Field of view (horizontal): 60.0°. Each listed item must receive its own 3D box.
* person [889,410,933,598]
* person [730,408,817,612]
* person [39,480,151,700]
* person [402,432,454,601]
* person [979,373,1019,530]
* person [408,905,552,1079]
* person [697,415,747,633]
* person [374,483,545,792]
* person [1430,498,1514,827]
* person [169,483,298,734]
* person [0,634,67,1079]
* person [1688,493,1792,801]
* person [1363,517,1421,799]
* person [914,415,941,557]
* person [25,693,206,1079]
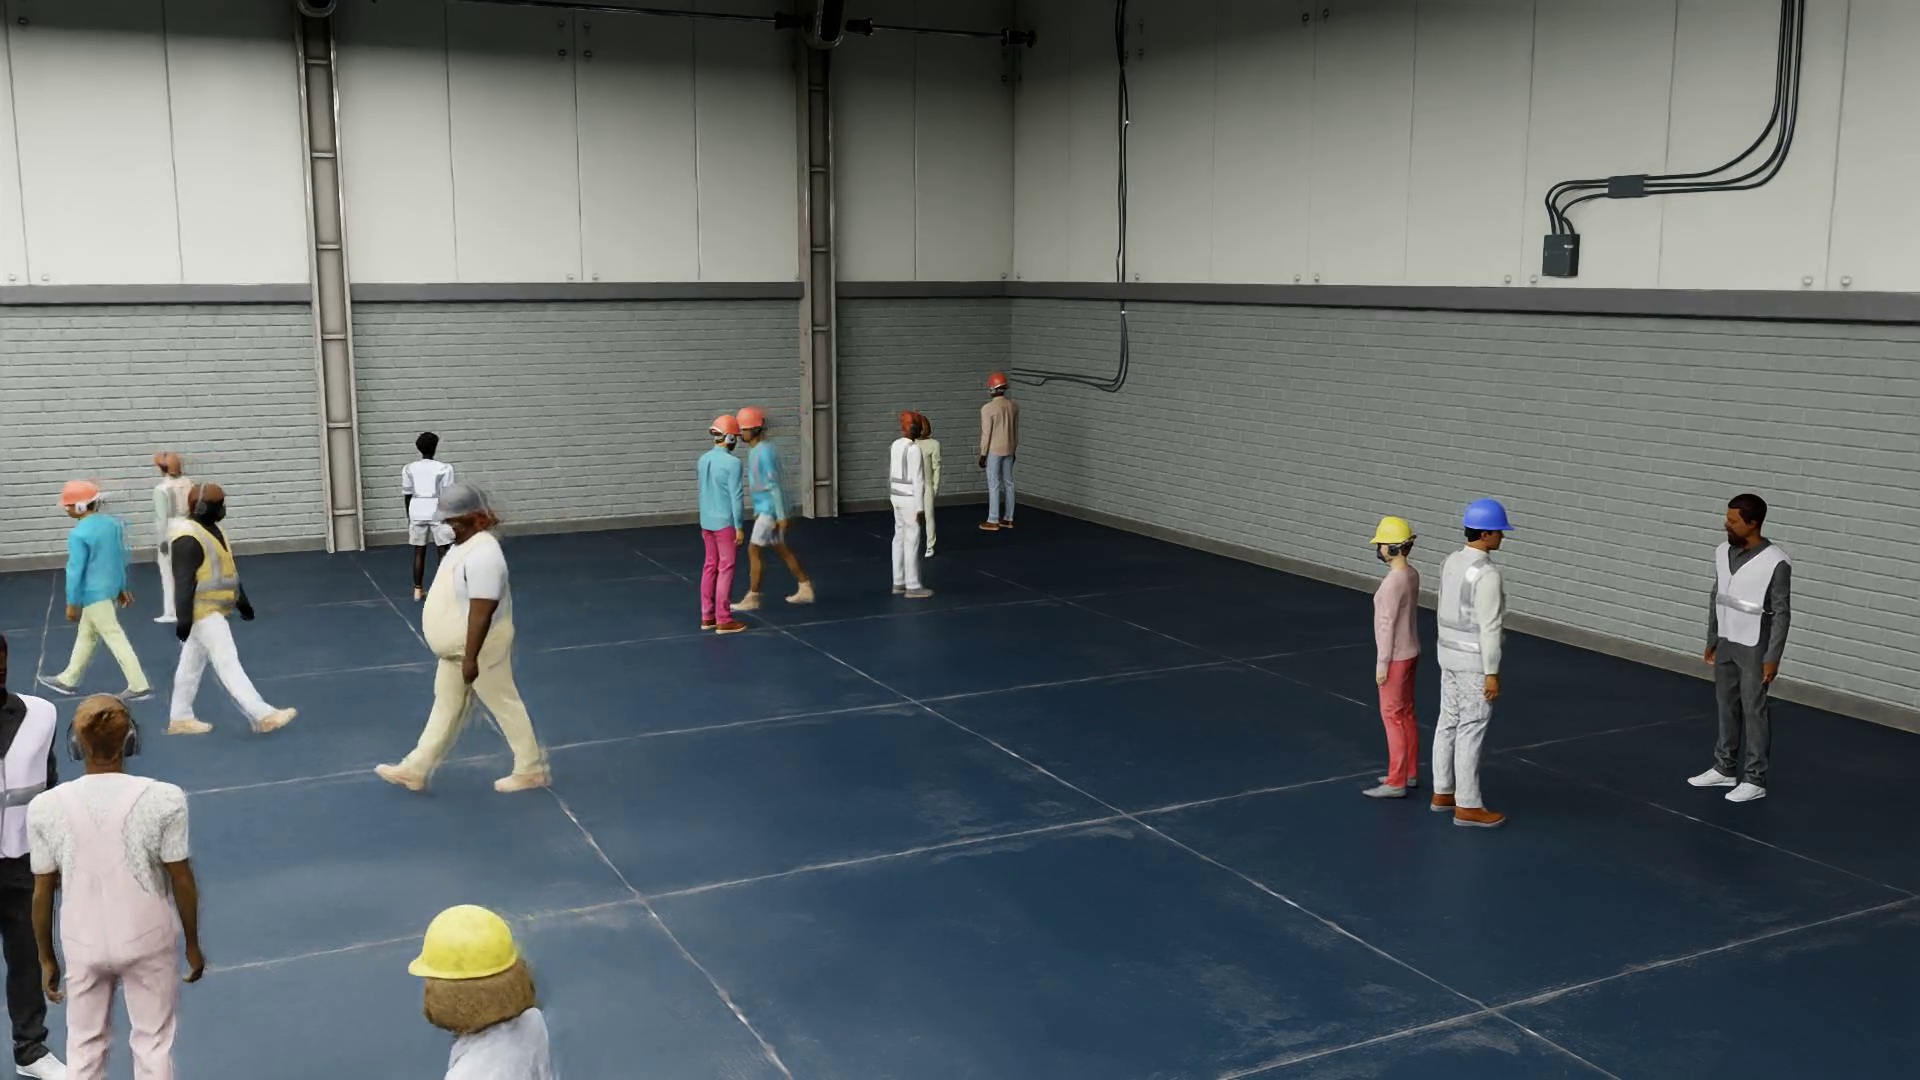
[{"bbox_3d":[-0.517,-0.365,16.759,0.343,1.882,0.583,-5,10,-28],"label":"person"},{"bbox_3d":[-1.802,-0.300,16.125,0.893,1.989,0.630,-2,10,-14],"label":"person"},{"bbox_3d":[-6.644,0.391,12.662,0.923,1.694,0.568,0,9,-2],"label":"person"},{"bbox_3d":[-5.261,-0.228,16.522,0.536,1.692,0.320,0,9,3],"label":"person"},{"bbox_3d":[0.488,-1.119,21.065,0.612,1.995,0.376,-8,12,-42],"label":"person"},{"bbox_3d":[-1.180,1.752,4.186,0.456,1.728,0.487,0,9,-1],"label":"person"},{"bbox_3d":[-2.147,-0.149,15.165,0.434,1.977,0.603,-8,12,-41],"label":"person"},{"bbox_3d":[-3.106,0.601,10.323,1.032,2.000,0.687,-5,10,-27],"label":"person"},{"bbox_3d":[3.051,0.716,9.897,0.406,1.946,0.608,-1,9,-9],"label":"person"},{"bbox_3d":[-5.172,0.492,11.725,0.975,1.792,0.630,-1,9,-9],"label":"person"},{"bbox_3d":[-3.814,1.276,6.550,0.372,1.914,0.597,6,11,31],"label":"person"},{"bbox_3d":[4.892,0.659,10.352,0.370,1.915,0.596,-3,10,-15],"label":"person"},{"bbox_3d":[2.707,0.728,10.415,0.335,1.760,0.522,6,11,31],"label":"person"},{"bbox_3d":[-0.457,-0.622,19.100,0.500,1.636,0.281,4,10,21],"label":"person"},{"bbox_3d":[-2.938,1.436,5.821,0.521,1.837,0.354,-2,9,-13],"label":"person"}]
